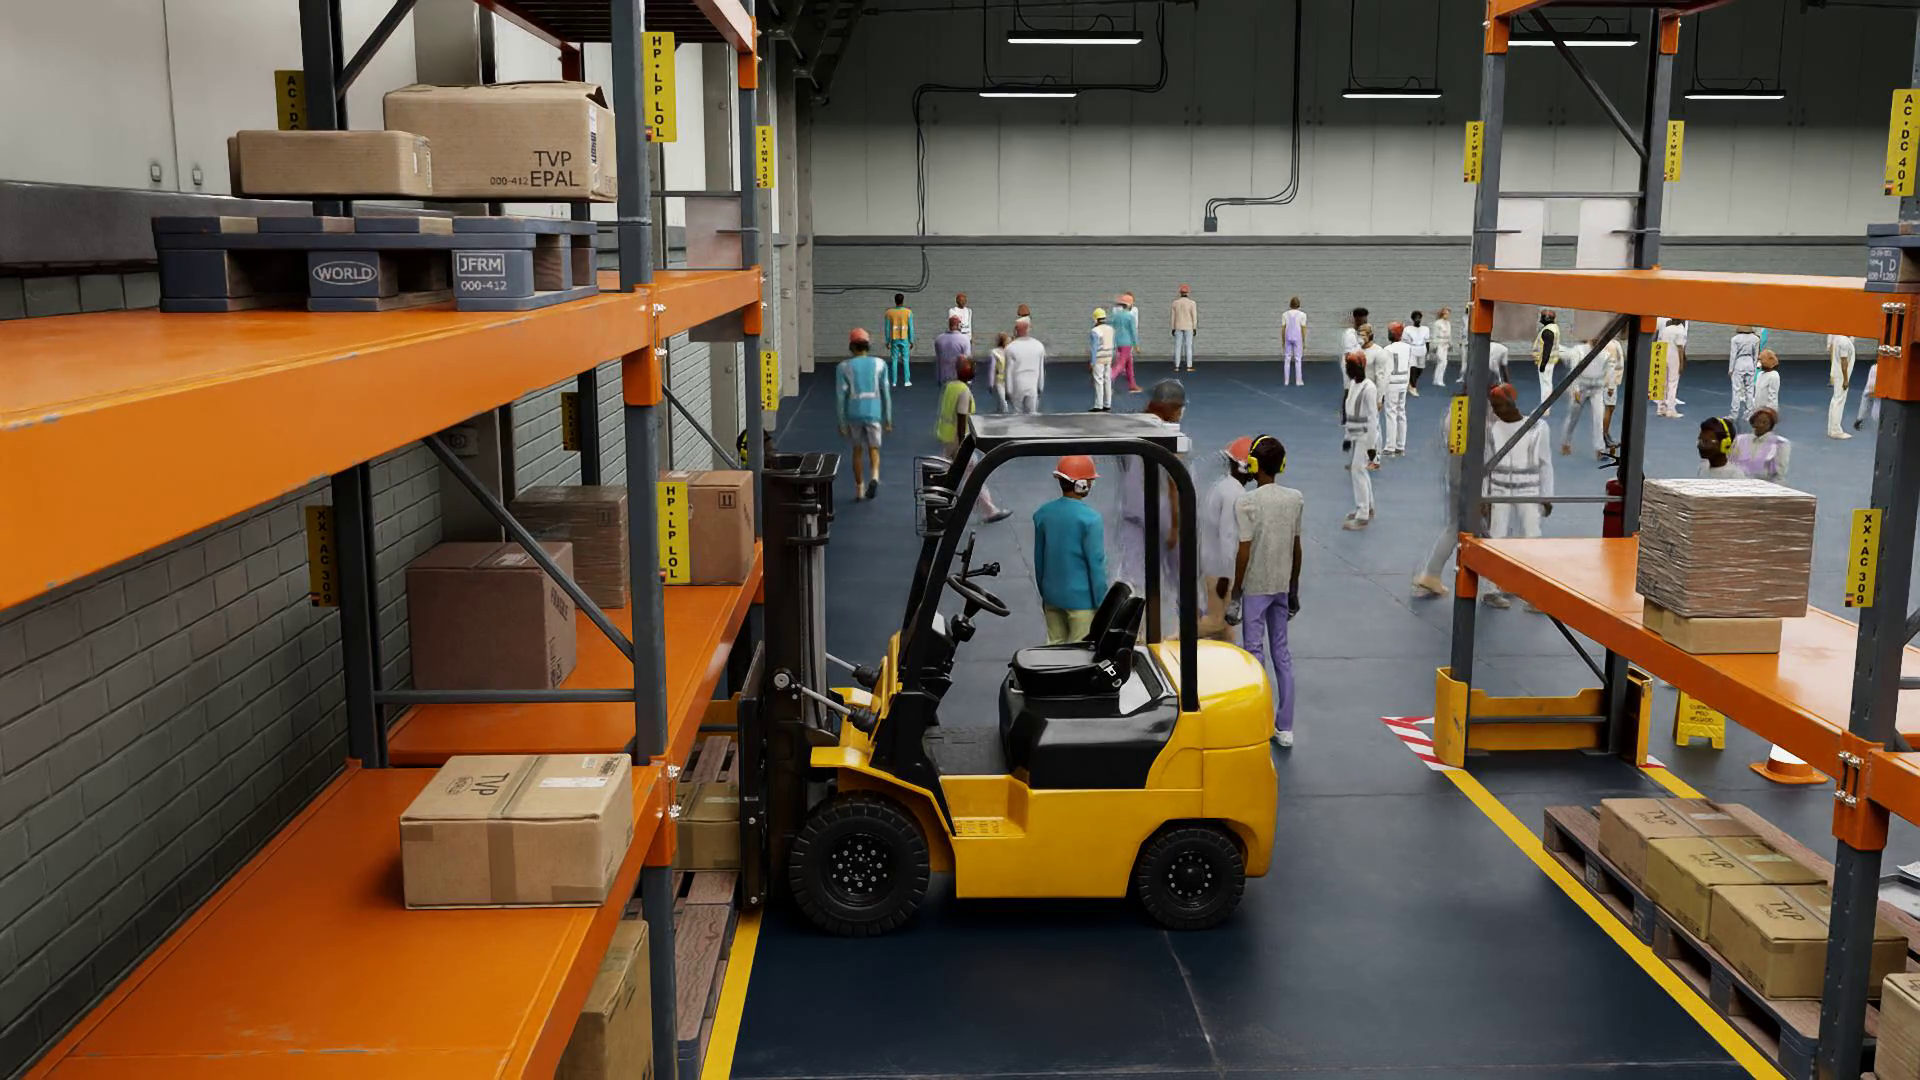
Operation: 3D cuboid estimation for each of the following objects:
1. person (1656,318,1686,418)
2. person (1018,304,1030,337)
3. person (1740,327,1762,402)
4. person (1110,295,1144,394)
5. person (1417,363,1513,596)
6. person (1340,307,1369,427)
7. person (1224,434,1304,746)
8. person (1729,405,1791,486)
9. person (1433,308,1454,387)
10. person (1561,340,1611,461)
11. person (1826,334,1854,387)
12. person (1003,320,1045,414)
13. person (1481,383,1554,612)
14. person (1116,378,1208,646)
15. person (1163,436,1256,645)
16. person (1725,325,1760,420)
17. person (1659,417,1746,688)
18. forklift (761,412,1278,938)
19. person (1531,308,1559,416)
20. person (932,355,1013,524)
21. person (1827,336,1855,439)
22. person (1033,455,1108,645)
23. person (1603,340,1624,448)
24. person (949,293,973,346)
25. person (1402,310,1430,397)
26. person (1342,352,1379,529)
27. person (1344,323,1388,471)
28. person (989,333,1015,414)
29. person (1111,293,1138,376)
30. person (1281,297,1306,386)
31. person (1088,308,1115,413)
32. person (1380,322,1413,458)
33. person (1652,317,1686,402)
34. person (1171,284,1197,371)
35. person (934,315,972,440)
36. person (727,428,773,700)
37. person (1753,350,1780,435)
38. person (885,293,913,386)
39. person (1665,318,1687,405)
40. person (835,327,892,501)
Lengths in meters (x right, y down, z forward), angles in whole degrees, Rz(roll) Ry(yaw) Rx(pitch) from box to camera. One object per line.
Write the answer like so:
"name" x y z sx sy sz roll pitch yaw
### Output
"person" 12.130 -2.991 28.309 0.374 1.833 0.508 -3 11 -17
"person" 1.374 -4.287 36.070 0.284 1.636 0.500 4 11 20
"person" 14.793 -3.498 31.056 0.327 1.863 0.511 -1 10 -7
"person" 3.200 -3.844 32.749 1.005 1.955 0.607 -5 11 -27
"person" 4.328 -0.526 13.990 0.969 2.000 0.677 -5 12 -28
"person" 6.363 -2.771 26.778 0.469 1.943 0.622 9 14 42
"person" 1.786 0.314 9.788 0.526 1.869 0.315 -6 12 -28
"person" 6.701 -0.325 14.029 0.376 1.628 0.534 -8 13 -38
"person" 10.015 -3.972 34.366 0.496 1.623 0.517 9 14 42
"person" 8.652 -2.052 22.935 0.598 1.894 1.062 0 10 -2
"person" 18.136 -4.026 34.269 0.523 1.762 0.329 1 10 8
"person" 0.909 -2.163 23.511 0.652 1.888 0.586 -5 11 -24
"person" 4.550 -0.350 13.577 0.675 1.847 0.388 6 12 32
"person" 1.510 -0.228 12.331 0.998 2.000 0.697 -9 14 -41
"person" 1.675 0.163 11.046 0.712 1.720 0.575 1 10 6
"person" 13.117 -2.872 27.882 0.487 1.746 0.289 -1 10 -5
"person" 4.903 0.112 10.969 0.598 1.849 0.574 -1 10 -8
"forklift" 0.291 0.548 7.580 2.313 2.155 1.214 0 10 -2
"person" 10.092 -3.064 28.688 0.429 1.844 0.626 5 11 24
"person" 0.071 -1.043 17.534 0.951 1.793 0.598 -4 11 -19
"person" 13.429 -2.455 25.284 0.345 1.846 0.507 4 11 19
"person" 0.688 0.330 10.022 0.326 1.752 0.561 -9 13 -40
"person" 9.514 -2.297 24.196 0.391 1.923 0.554 5 11 25
"person" 0.011 -4.336 35.649 0.585 1.882 0.337 -7 12 -34
"person" 8.822 -3.603 32.273 0.536 1.627 0.719 -1 10 -5
"person" 4.245 -1.060 17.566 0.549 1.841 0.768 -1 10 -3
"person" 5.313 -1.865 21.774 0.380 1.931 0.625 -6 12 -31
"person" 0.725 -2.335 25.237 0.539 1.603 0.743 -9 14 -41
"person" 3.704 -4.635 37.437 0.595 1.836 0.968 2 10 10
"person" 6.944 -4.134 34.631 0.506 1.846 0.349 5 11 25
"person" 2.449 -3.127 29.069 0.404 1.829 0.591 9 14 42
"person" 6.031 -2.085 23.116 0.573 1.883 0.355 -9 13 -40
"person" 13.161 -3.501 30.921 0.588 1.914 0.392 4 11 20
"person" 5.201 -4.921 38.599 0.608 1.997 0.375 4 11 19
"person" -0.077 -2.432 25.018 0.648 1.899 0.399 7 13 36
"person" -1.256 0.230 10.251 0.335 1.873 0.519 4 11 24
"person" 10.236 -1.603 21.159 0.289 1.626 0.498 0 10 1
"person" -1.256 -4.148 34.509 0.588 1.920 0.392 1 10 6
"person" 13.153 -3.445 30.592 0.587 1.920 0.391 -8 13 -39
"person" -1.097 -1.421 19.047 0.654 2.015 0.706 -2 10 -9
